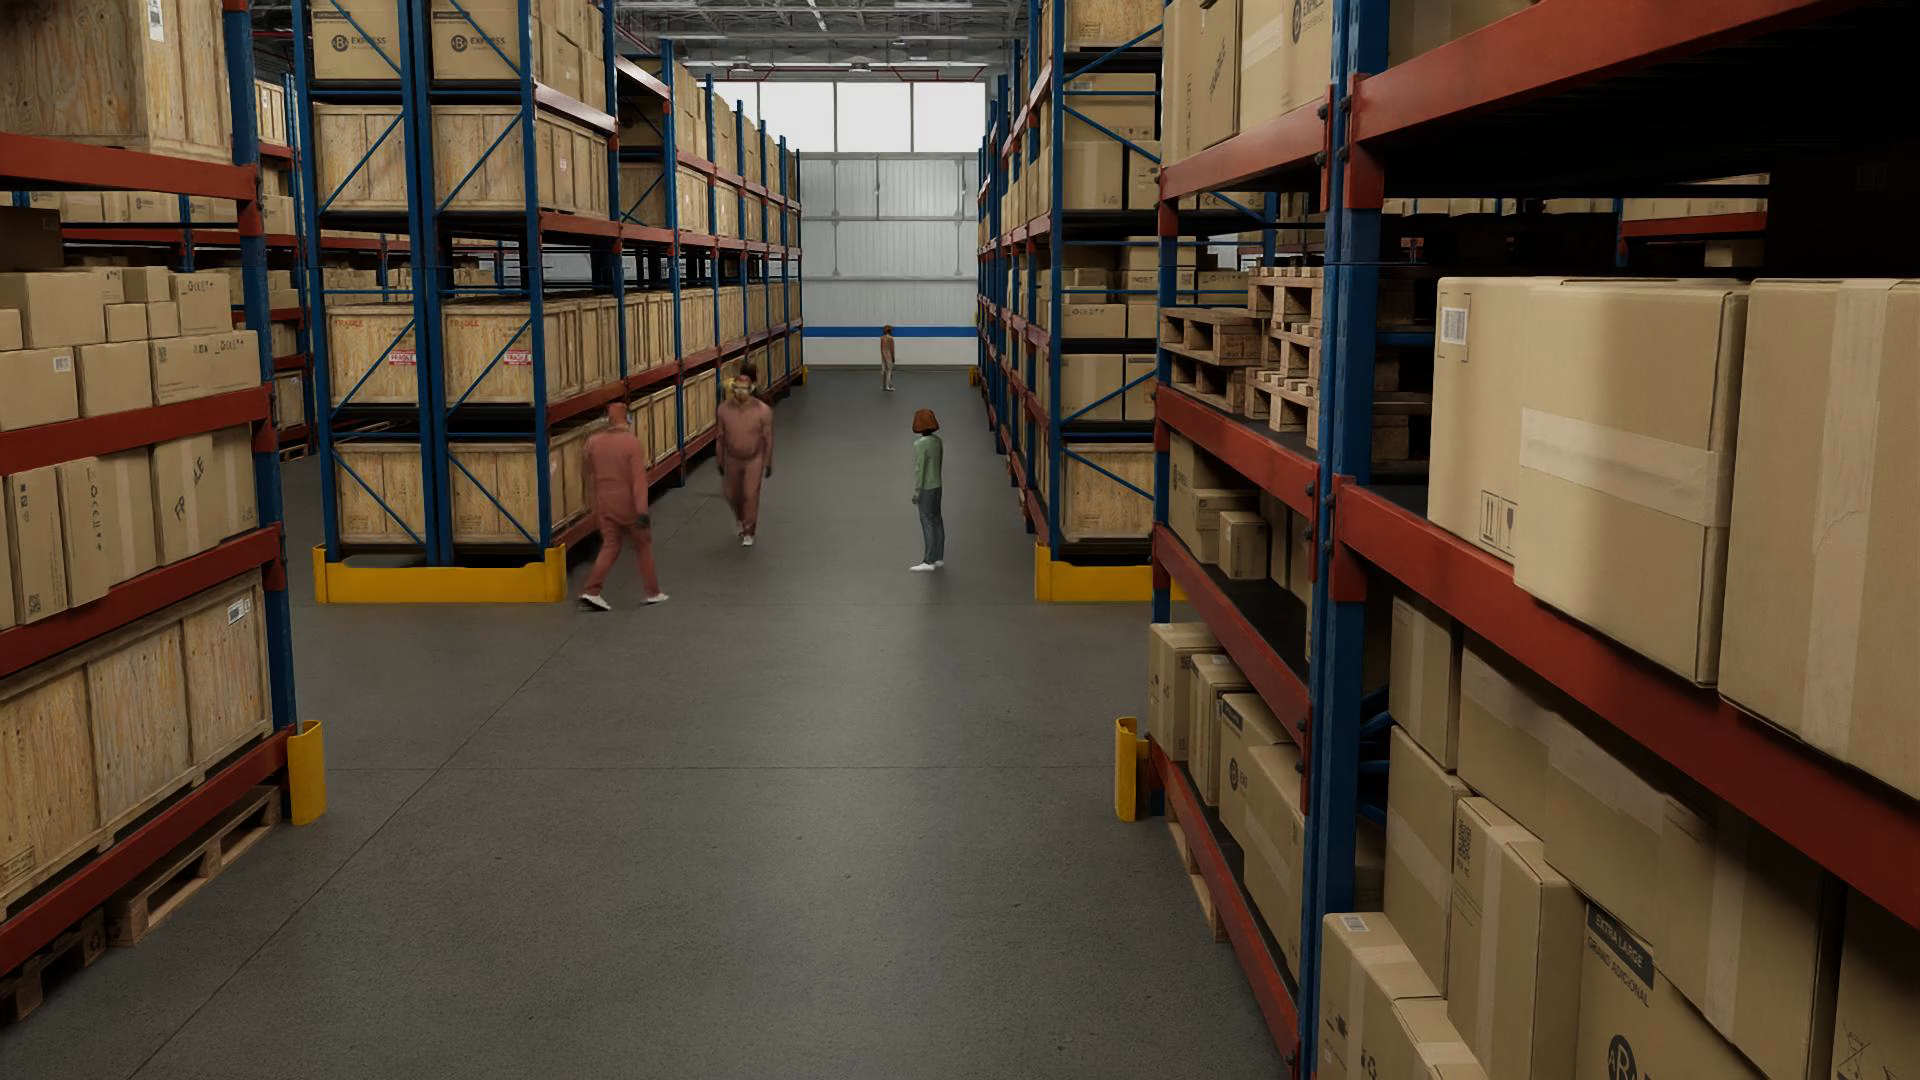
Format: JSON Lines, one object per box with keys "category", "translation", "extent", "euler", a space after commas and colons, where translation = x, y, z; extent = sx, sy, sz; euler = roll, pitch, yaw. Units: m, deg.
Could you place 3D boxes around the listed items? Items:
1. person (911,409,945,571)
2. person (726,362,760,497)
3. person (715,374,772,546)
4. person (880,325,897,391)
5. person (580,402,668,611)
{"category": "person", "translation": [-0.331, -0.500, 16.731], "extent": [0.285, 1.634, 0.499], "euler": [5, 10, 27]}
{"category": "person", "translation": [-2.869, -1.464, 22.142], "extent": [0.434, 1.808, 0.694], "euler": [-9, 13, -44]}
{"category": "person", "translation": [-2.373, -0.891, 18.359], "extent": [0.651, 1.887, 0.558], "euler": [1, 9, 6]}
{"category": "person", "translation": [-1.800, -4.530, 41.419], "extent": [0.307, 1.643, 0.514], "euler": [-7, 12, -38]}
{"category": "person", "translation": [-3.041, -0.296, 14.845], "extent": [0.701, 1.863, 0.898], "euler": [6, 11, 31]}
